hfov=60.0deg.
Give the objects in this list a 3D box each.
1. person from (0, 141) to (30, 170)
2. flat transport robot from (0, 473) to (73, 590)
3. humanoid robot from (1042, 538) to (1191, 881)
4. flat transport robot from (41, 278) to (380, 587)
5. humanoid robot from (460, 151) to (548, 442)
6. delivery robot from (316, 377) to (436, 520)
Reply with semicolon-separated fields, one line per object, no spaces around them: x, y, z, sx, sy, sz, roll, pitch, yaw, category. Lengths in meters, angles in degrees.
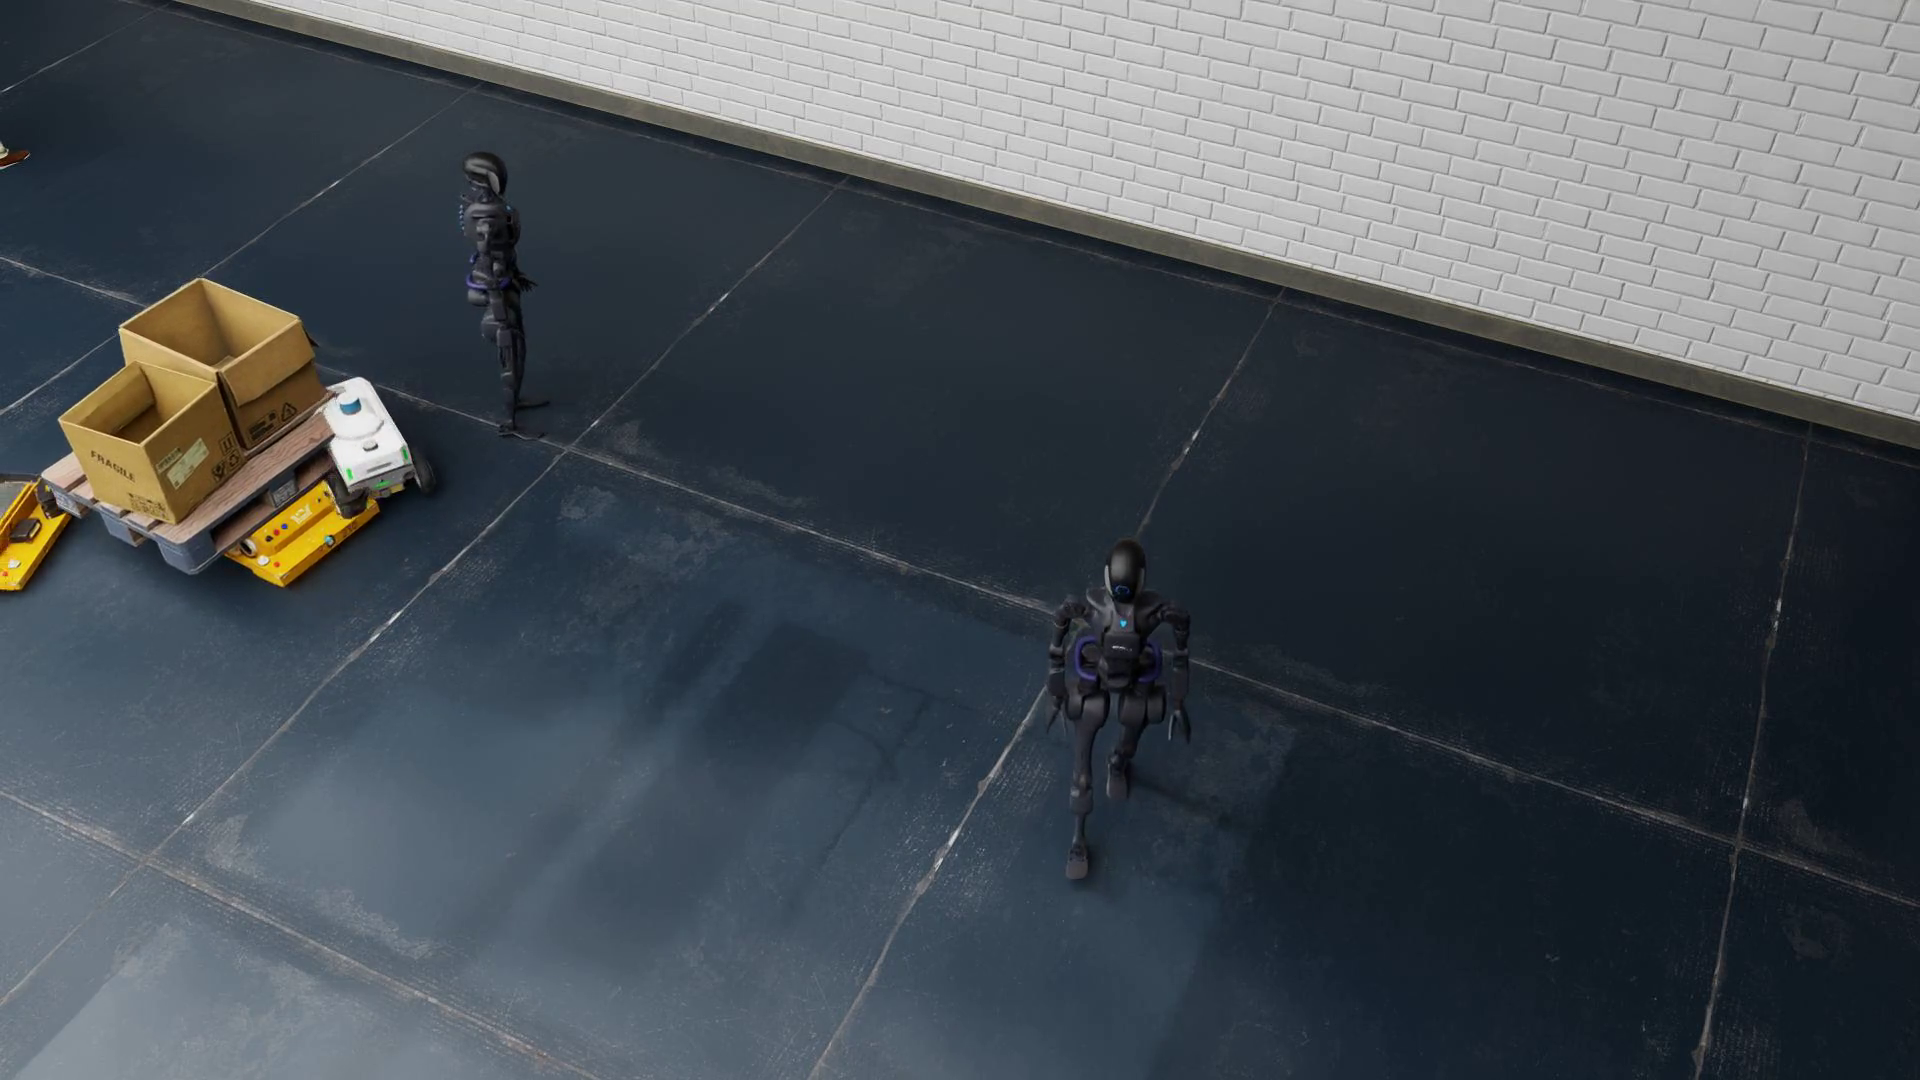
-6.510;-3.152;10.650;0.499;1.633;0.279;13;44;13;person
-5.255;-0.059;8.319;1.431;0.231;0.659;3;43;3;flat transport robot
0.629;0.626;6.570;0.600;1.626;0.755;3;43;3;humanoid robot
-3.746;-0.261;8.537;1.431;0.231;0.659;22;47;22;flat transport robot
-2.361;-1.264;8.580;0.329;1.647;0.609;-4;43;-4;humanoid robot
-3.077;-0.489;8.575;0.499;0.598;0.791;-23;48;-23;delivery robot
